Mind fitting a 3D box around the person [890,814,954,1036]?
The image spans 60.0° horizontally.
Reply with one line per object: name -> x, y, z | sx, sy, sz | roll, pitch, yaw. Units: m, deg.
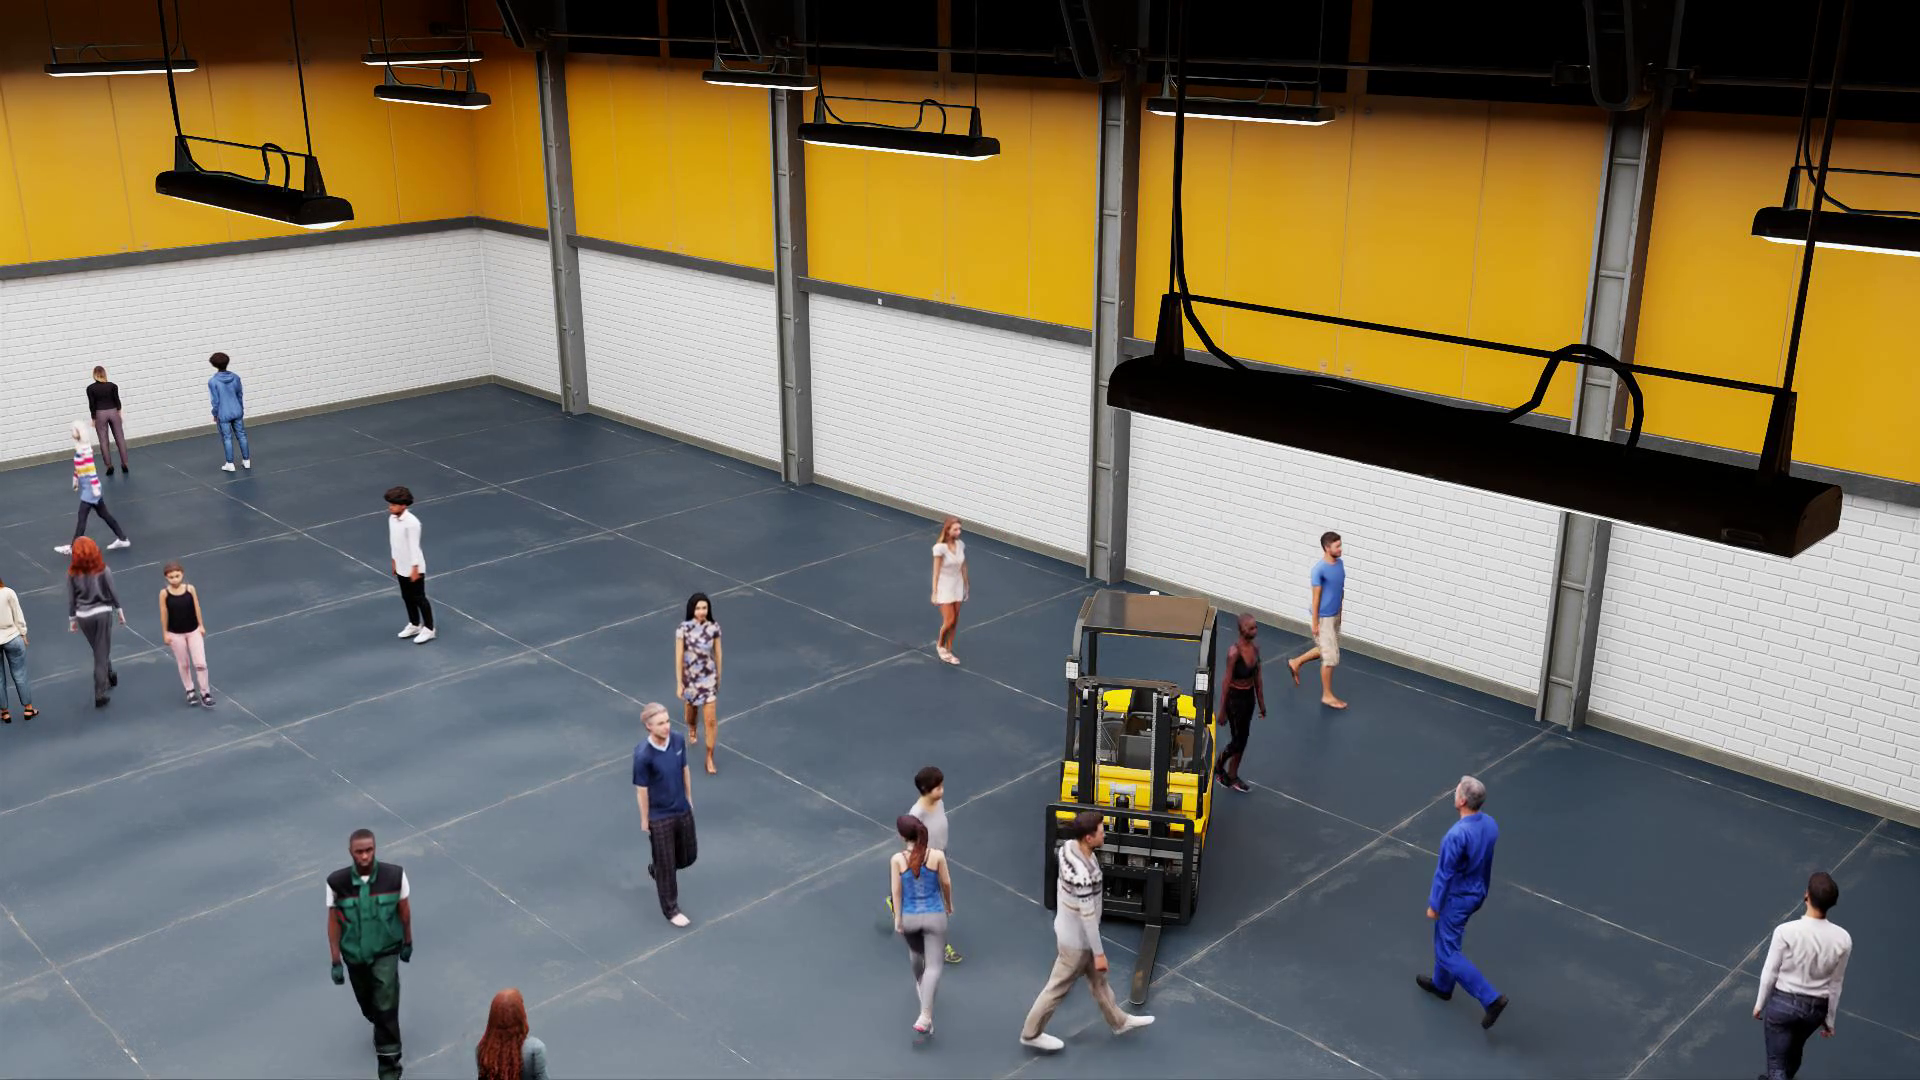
person -> -0.264, 2.716, 11.701 | 1.022, 1.569, 1.043 | 3, 19, 7

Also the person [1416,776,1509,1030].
person -> 3.599, 2.574, 11.754 | 0.734, 1.804, 1.020 | -16, 25, -40

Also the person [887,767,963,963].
person -> -0.295, 2.419, 12.646 | 1.039, 1.529, 0.708 | 11, 22, 30

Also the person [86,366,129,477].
person -> -12.781, -1.795, 24.936 | 0.630, 1.672, 0.581 | -12, 22, -33

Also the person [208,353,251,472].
person -> -11.073, -1.949, 25.185 | 0.553, 1.803, 0.667 | 17, 25, 41

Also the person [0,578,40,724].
person -> -9.551, 1.015, 16.574 | 0.693, 1.683, 0.681 | -7, 20, -20

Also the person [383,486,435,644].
person -> -6.168, 0.256, 18.637 | 0.538, 1.804, 0.712 | 13, 23, 34

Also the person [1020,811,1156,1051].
person -> 0.710, 2.710, 11.352 | 1.249, 1.802, 1.225 | -1, 19, -3

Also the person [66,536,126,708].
person -> -8.816, 0.869, 16.921 | 0.957, 1.739, 1.112 | -4, 19, -12

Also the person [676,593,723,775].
person -> -2.467, 1.308, 15.664 | 0.920, 1.708, 1.092 | -5, 19, -15

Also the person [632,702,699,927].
person -> -2.360, 2.111, 13.045 | 0.824, 1.857, 0.679 | 16, 25, 40

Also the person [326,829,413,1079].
person -> -3.981, 2.756, 11.230 | 1.095, 1.793, 1.300 | -4, 19, -13

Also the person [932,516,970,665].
person -> -0.166, 0.521, 18.030 | 0.606, 1.689, 0.596 | -15, 24, -38

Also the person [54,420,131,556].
person -> -11.120, -0.665, 21.447 | 0.879, 1.756, 1.105 | -12, 22, -32

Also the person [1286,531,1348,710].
person -> 3.684, 0.773, 17.044 | 1.027, 1.841, 0.647 | 17, 25, 41

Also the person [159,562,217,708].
person -> -7.944, 0.940, 17.014 | 0.663, 1.544, 0.845 | -11, 22, -30

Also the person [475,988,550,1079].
person -> -2.546, 3.381, 9.492 | 1.051, 1.719, 1.075 | 1, 19, 3

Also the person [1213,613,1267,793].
person -> 2.470, 1.453, 15.170 | 0.644, 1.749, 0.636 | 15, 24, 38

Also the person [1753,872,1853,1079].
person -> 5.275, 2.990, 10.448 | 1.213, 1.850, 1.143 | 3, 19, 10
